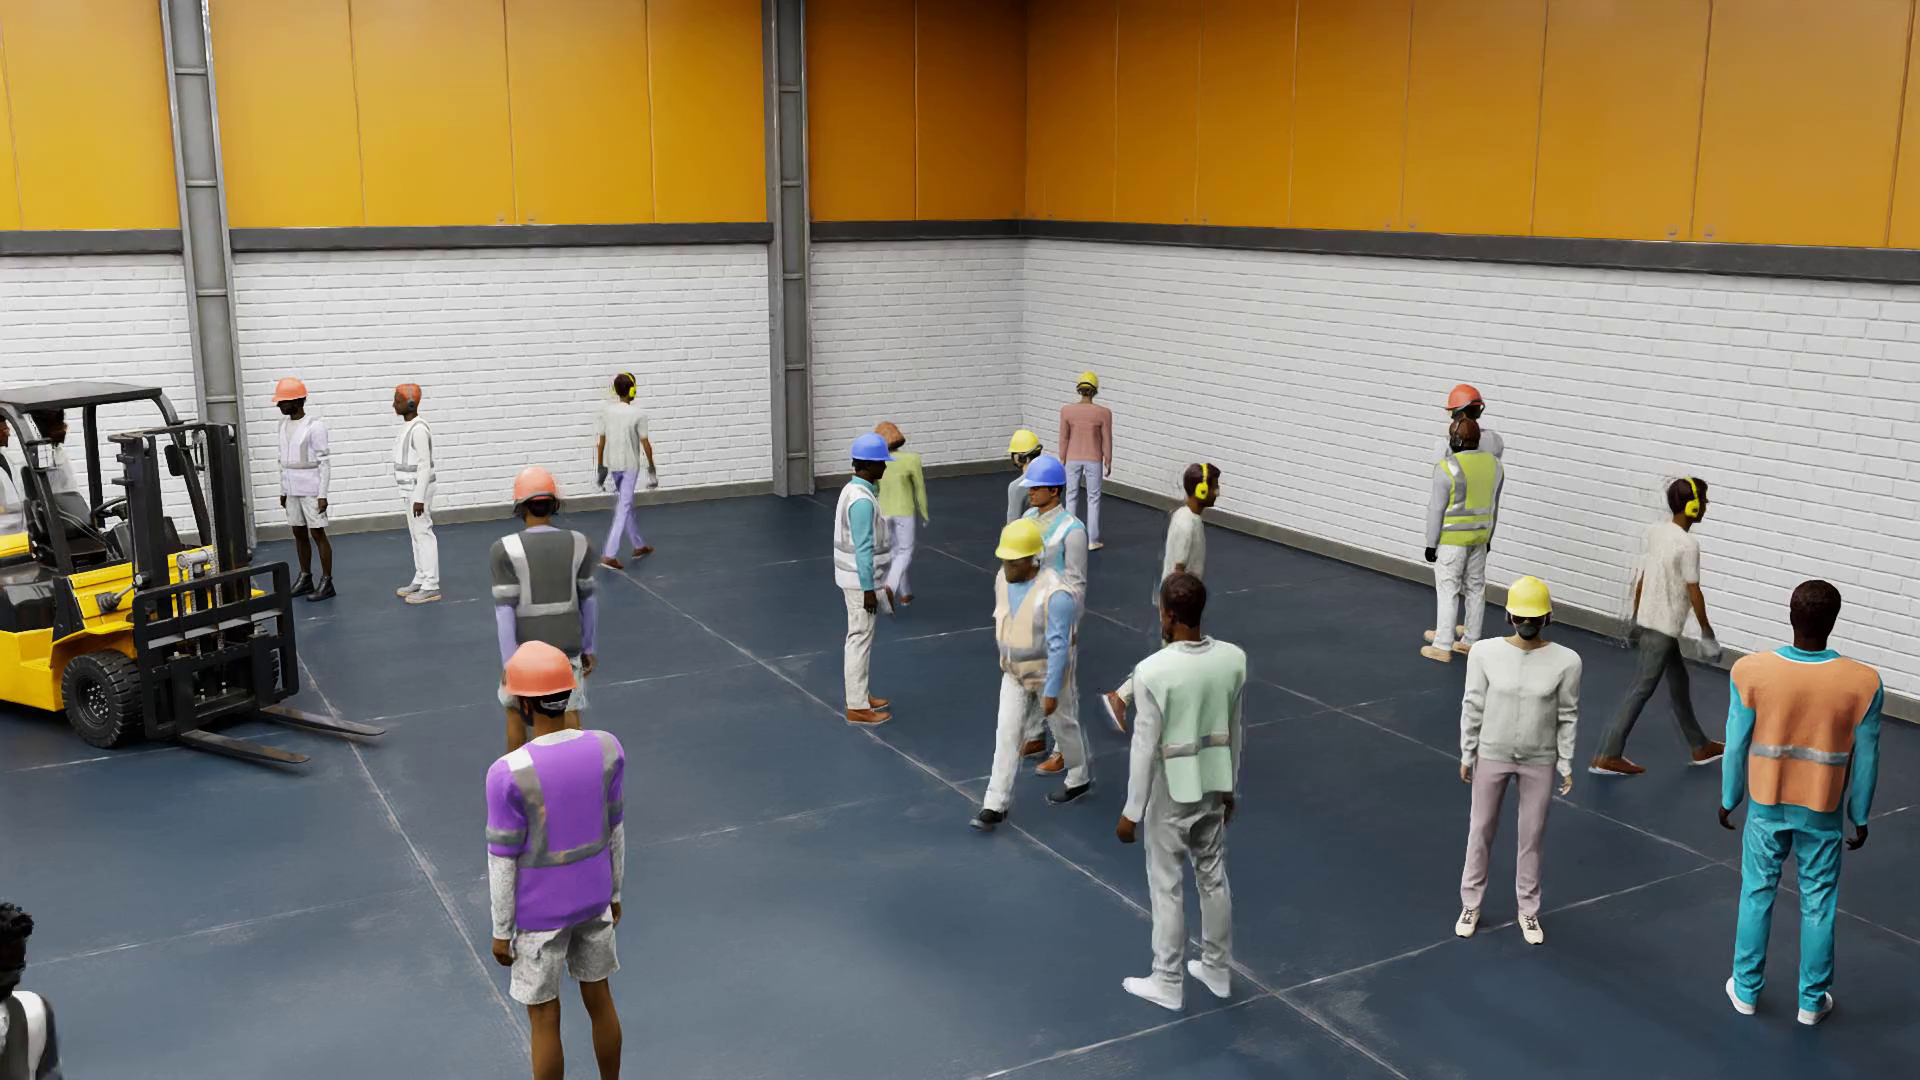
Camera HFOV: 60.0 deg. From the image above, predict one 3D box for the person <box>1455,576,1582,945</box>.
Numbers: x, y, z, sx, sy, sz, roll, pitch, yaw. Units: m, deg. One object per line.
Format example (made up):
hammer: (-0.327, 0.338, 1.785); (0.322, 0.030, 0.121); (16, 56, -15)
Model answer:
person: (2.607, 1.028, 7.791); (0.523, 1.769, 0.320); (3, 12, 15)

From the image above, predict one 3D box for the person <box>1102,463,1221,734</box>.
person: (1.340, 0.403, 10.587); (0.793, 1.834, 0.524); (1, 12, 7)

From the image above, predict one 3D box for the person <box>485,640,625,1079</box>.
person: (-1.477, 1.311, 6.081); (0.544, 1.930, 0.388); (-12, 17, -44)

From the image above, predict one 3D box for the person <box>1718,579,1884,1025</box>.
person: (3.534, 1.110, 7.043); (0.587, 1.920, 0.391); (6, 13, 26)

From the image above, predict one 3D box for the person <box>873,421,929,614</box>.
person: (-0.560, -0.195, 13.896); (0.531, 1.598, 0.715); (5, 13, 21)

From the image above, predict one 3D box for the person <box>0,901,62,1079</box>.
person: (-2.668, 1.778, 4.508); (0.355, 1.677, 0.616); (7, 14, 28)

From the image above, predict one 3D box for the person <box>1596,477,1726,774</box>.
person: (4.314, 0.535, 9.963); (0.949, 1.821, 0.522); (0, 12, 2)

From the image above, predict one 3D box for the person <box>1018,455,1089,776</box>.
person: (0.528, 0.448, 10.080); (0.388, 1.949, 0.602); (-8, 14, -33)

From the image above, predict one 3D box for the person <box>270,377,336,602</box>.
person: (-5.637, -0.432, 14.236); (0.551, 1.933, 0.366); (6, 14, 27)

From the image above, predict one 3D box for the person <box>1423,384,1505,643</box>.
person: (3.866, -0.188, 12.852); (0.606, 2.039, 0.381); (-5, 13, -22)

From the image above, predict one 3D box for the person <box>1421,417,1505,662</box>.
person: (3.746, -0.004, 12.469); (0.625, 1.838, 0.430); (-6, 13, -24)

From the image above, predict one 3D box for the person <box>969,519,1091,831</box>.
person: (0.422, 0.724, 9.270); (0.591, 1.764, 0.959); (12, 17, 44)

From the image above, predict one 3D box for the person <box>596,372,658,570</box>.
person: (-3.140, -0.654, 15.562); (0.536, 1.824, 0.986); (5, 13, 21)

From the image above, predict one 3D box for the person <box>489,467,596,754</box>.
person: (-2.327, 0.594, 9.319); (0.620, 1.985, 0.888); (-9, 15, -36)

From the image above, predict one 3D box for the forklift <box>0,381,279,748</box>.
forklift: (-5.853, 0.085, 11.199); (2.313, 2.155, 1.214); (7, 14, 28)

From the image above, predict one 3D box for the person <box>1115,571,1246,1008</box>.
person: (0.961, 1.086, 7.197); (0.641, 1.906, 0.430); (-9, 15, -35)

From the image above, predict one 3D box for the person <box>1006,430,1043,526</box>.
person: (0.499, 0.056, 12.376); (0.338, 1.761, 0.527); (10, 15, 39)

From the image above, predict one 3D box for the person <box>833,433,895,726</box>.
person: (-0.629, 0.254, 11.023); (0.415, 1.939, 0.608); (-1, 12, -5)

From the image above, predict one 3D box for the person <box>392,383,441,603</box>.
person: (-4.666, -0.405, 14.235); (0.356, 1.884, 0.574); (-7, 14, -28)

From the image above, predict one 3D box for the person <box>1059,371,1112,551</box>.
person: (1.226, -0.769, 16.243); (0.532, 1.758, 0.345); (3, 13, 15)
